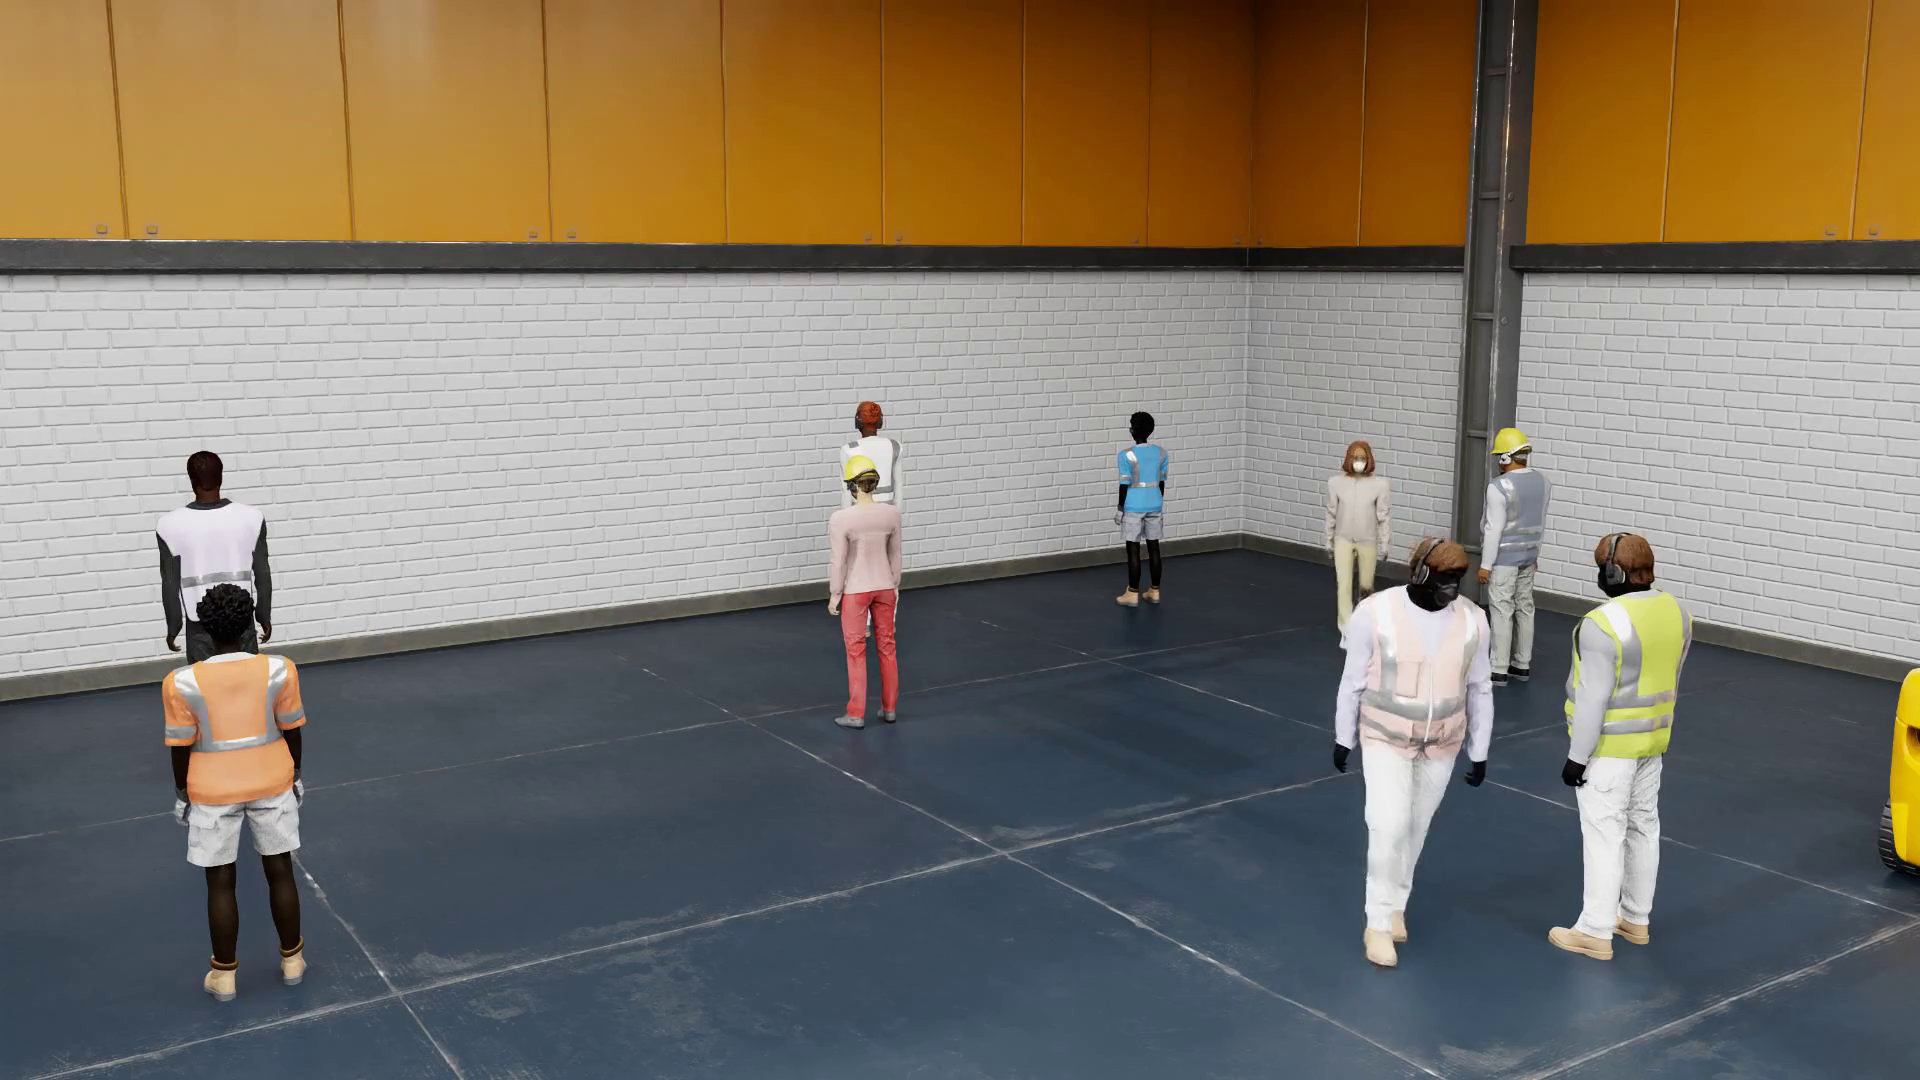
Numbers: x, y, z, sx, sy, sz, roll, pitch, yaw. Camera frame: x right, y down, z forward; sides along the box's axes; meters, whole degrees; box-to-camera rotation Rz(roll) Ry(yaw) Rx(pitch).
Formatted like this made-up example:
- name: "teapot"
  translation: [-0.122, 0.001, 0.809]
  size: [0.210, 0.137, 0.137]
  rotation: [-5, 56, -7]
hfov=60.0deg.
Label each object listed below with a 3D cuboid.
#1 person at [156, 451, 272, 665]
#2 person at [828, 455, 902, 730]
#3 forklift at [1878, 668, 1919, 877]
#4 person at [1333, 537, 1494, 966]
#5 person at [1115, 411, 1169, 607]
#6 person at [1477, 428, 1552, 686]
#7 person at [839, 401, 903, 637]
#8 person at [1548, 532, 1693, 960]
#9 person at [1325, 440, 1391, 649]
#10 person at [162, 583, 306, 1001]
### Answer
- name: "person"
  translation: [-4.238, 0.445, 9.510]
  size: [0.591, 1.915, 0.393]
  rotation: [-6, 11, -33]
- name: "person"
  translation: [-0.611, 0.332, 10.652]
  size: [0.522, 1.763, 0.320]
  rotation: [-6, 11, -33]
- name: "forklift"
  translation: [5.511, 0.571, 7.906]
  size: [2.313, 2.155, 1.214]
  rotation: [-6, 11, -33]
- name: "person"
  translation: [1.964, 0.895, 7.098]
  size: [0.649, 1.813, 0.708]
  rotation: [-1, 9, -4]
- name: "person"
  translation: [1.571, -0.269, 14.464]
  size: [0.532, 1.696, 0.319]
  rotation: [-6, 11, -33]
- name: "person"
  translation: [3.875, 0.119, 11.742]
  size: [0.586, 1.825, 0.403]
  rotation: [-6, 11, -33]
- name: "person"
  translation: [-0.716, -0.167, 13.289]
  size: [0.573, 1.883, 0.356]
  rotation: [-6, 11, -33]
- name: "person"
  translation: [2.814, 0.876, 7.144]
  size: [0.624, 1.840, 0.429]
  rotation: [-6, 11, -33]
- name: "person"
  translation: [3.120, 0.005, 13.067]
  size: [0.500, 1.615, 0.722]
  rotation: [3, 10, 15]
- name: "person"
  translation: [-2.916, 1.014, 6.737]
  size: [0.532, 1.696, 0.319]
  rotation: [-6, 11, -33]
